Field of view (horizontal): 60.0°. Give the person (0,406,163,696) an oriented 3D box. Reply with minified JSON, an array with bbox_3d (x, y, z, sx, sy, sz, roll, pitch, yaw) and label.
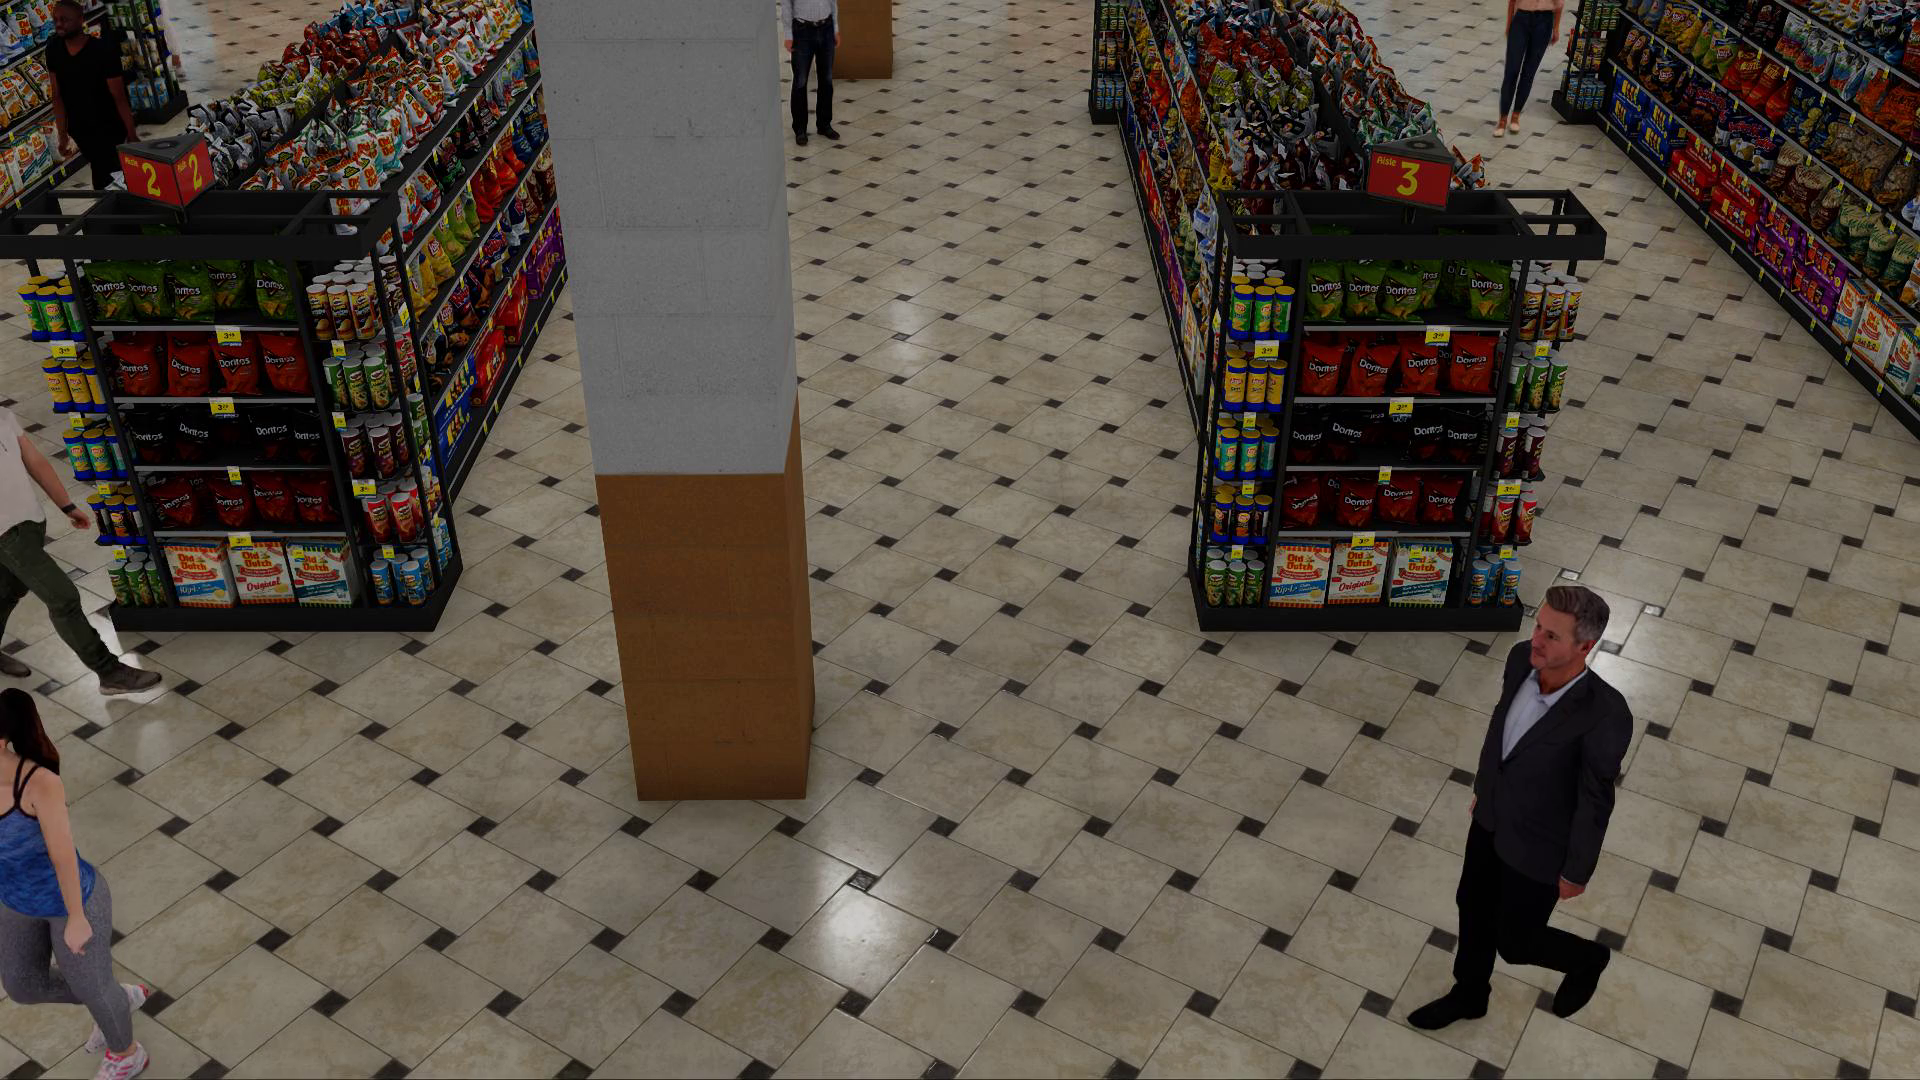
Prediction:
[{"bbox_3d":[-4.130,-0.026,7.139,0.644,1.613,1.078,1,32,2],"label":"person"}]

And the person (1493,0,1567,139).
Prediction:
[{"bbox_3d":[4.751,-4.275,13.818,0.714,1.772,0.868,8,33,12],"label":"person"}]

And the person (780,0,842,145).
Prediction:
[{"bbox_3d":[-1.213,-4.186,13.629,0.739,1.819,0.725,-15,35,-23],"label":"person"}]

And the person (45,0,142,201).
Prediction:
[{"bbox_3d":[-5.869,-2.812,11.456,0.880,1.782,1.269,8,33,13],"label":"person"}]

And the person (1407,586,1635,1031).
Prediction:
[{"bbox_3d":[1.915,0.915,5.420,0.934,1.831,0.947,-10,33,-15],"label":"person"}]

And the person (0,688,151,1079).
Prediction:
[{"bbox_3d":[-2.845,1.112,5.321,0.652,1.600,0.709,11,34,17],"label":"person"}]
